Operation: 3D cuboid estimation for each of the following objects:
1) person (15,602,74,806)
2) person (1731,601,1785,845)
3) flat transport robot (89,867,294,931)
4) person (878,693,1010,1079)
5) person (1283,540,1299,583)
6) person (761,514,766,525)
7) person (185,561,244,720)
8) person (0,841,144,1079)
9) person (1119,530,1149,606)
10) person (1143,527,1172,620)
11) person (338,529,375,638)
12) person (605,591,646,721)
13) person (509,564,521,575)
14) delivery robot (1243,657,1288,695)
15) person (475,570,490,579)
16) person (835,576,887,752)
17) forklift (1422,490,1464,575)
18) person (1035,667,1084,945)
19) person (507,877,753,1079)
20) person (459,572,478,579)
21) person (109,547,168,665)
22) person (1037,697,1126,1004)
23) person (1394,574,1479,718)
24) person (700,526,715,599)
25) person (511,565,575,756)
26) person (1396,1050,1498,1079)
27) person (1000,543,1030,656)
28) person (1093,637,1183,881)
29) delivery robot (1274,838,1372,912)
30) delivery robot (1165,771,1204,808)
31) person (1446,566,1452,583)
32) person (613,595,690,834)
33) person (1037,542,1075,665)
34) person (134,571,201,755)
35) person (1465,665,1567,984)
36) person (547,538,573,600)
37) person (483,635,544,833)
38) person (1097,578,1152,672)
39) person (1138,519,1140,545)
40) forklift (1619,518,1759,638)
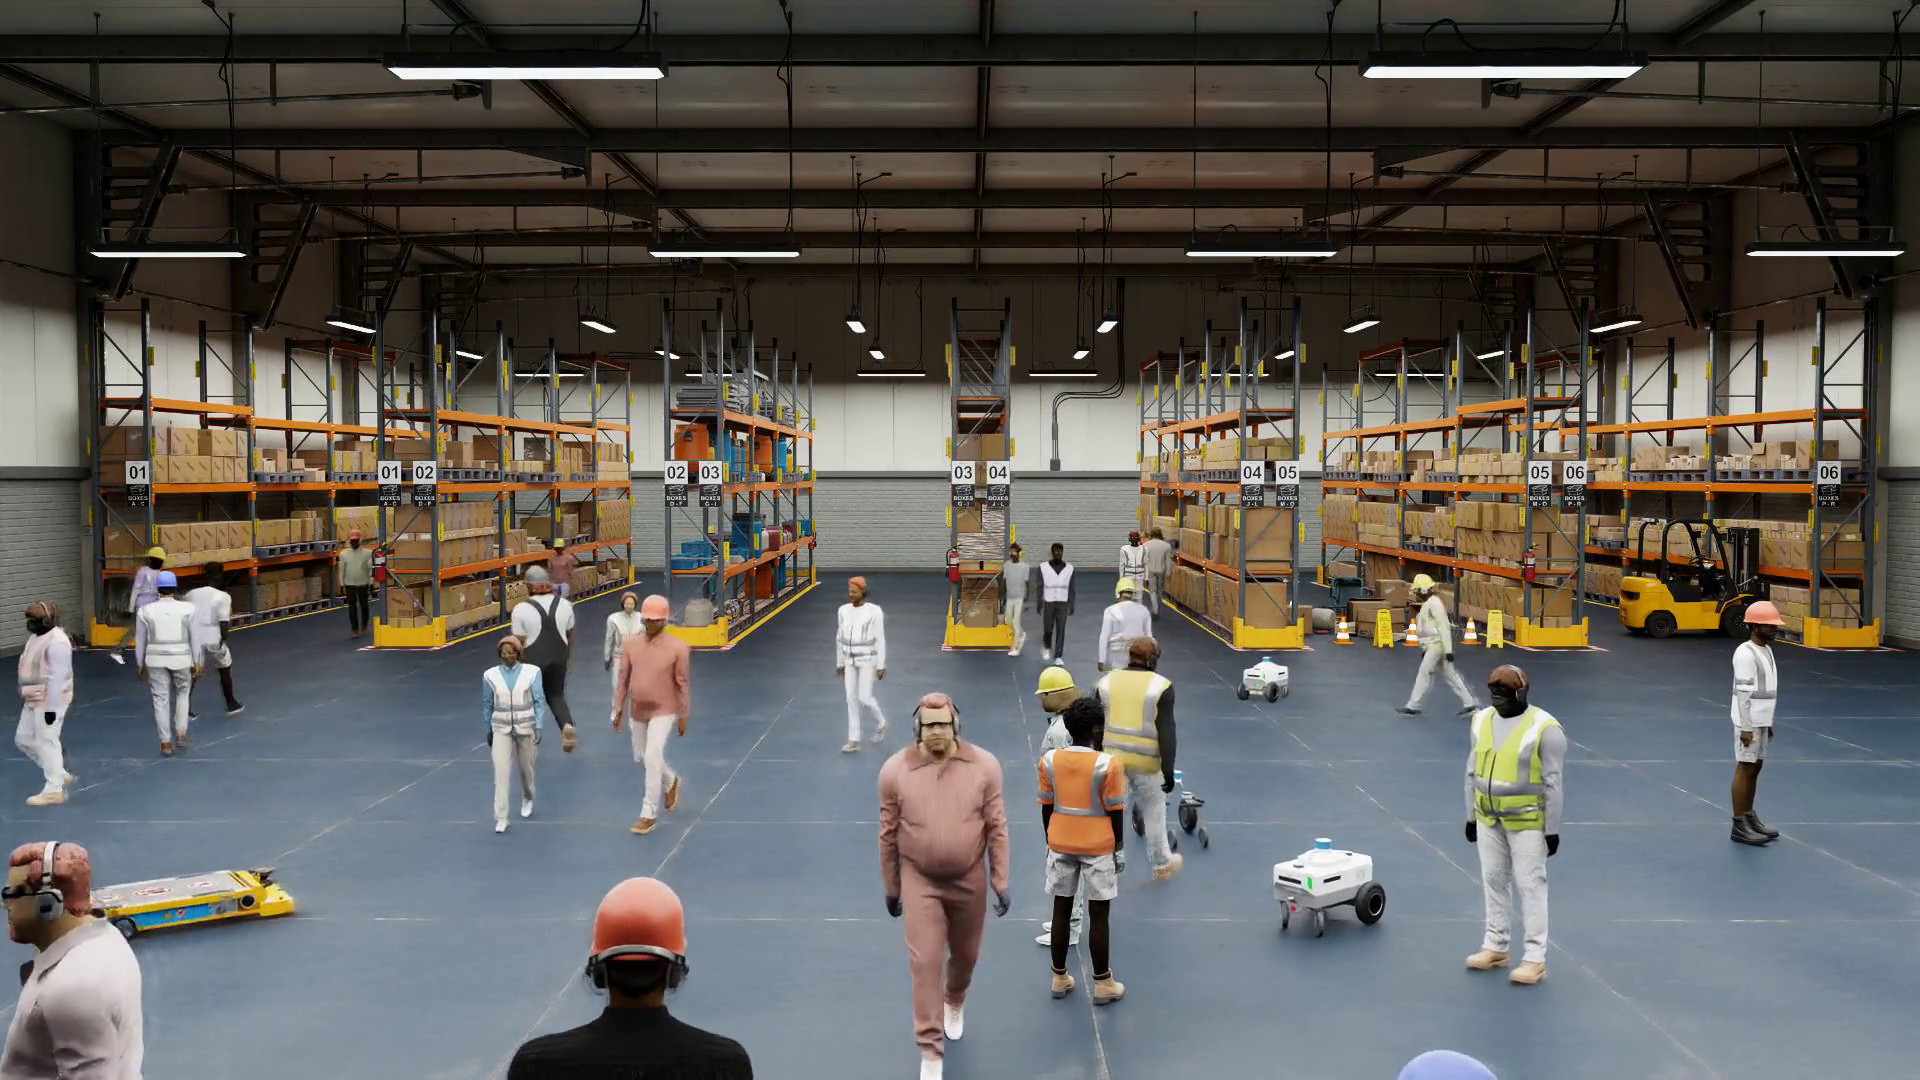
[{"bbox_3d":[-8.194,1.455,14.451,0.445,1.822,0.640,-2,3,-44],"label":"person"},{"bbox_3d":[6.435,1.455,13.020,0.377,1.938,0.547,2,3,44],"label":"person"},{"bbox_3d":[-5.218,2.393,10.625,1.431,0.197,0.652,-2,3,-37],"label":"flat transport robot"},{"bbox_3d":[-0.086,1.684,8.125,0.646,1.878,0.904,0,2,-7],"label":"person"},{"bbox_3d":[8.941,0.239,44.128,0.668,1.895,0.428,0,2,2],"label":"person"},{"bbox_3d":[-5.786,0.146,47.348,0.845,1.835,0.520,-1,2,-17],"label":"person"},{"bbox_3d":[-9.129,1.211,19.586,0.621,1.918,1.019,0,2,6],"label":"person"},{"bbox_3d":[-2.704,1.821,4.765,0.963,1.857,0.669,-1,2,-21],"label":"person"},{"bbox_3d":[3.400,0.748,31.505,0.583,1.882,0.338,0,2,-2],"label":"person"},{"bbox_3d":[4.028,0.681,33.159,0.639,1.893,1.015,0,2,-2],"label":"person"},{"bbox_3d":[-11.028,0.780,29.499,0.616,1.977,0.501,-1,2,-16],"label":"person"},{"bbox_3d":[-3.877,1.386,18.812,0.527,1.616,0.546,-1,2,-19],"label":"person"},{"bbox_3d":[-11.203,0.514,40.776,0.511,1.609,0.718,0,2,-7],"label":"person"},{"bbox_3d":[4.026,1.785,21.245,0.477,0.478,0.707,2,3,38],"label":"delivery robot"},{"bbox_3d":[-11.830,0.503,39.978,0.540,1.696,0.317,0,2,-5],"label":"person"},{"bbox_3d":[-1.045,1.317,17.328,0.592,1.875,0.522,2,3,35],"label":"person"},{"bbox_3d":[13.926,-0.371,47.846,1.873,2.768,1.129,0,2,0],"label":"forklift"},{"bbox_3d":[0.624,1.667,10.216,0.307,1.736,0.484,1,2,13],"label":"person"},{"bbox_3d":[-0.802,1.812,3.906,0.610,1.961,0.984,-1,2,-17],"label":"person"},{"bbox_3d":[-10.582,0.666,34.538,0.603,1.813,0.557,0,2,-2],"label":"person"},{"bbox_3d":[-12.749,1.025,25.146,1.040,1.849,0.598,0,2,-6],"label":"person"},{"bbox_3d":[0.692,1.731,9.089,0.533,1.696,0.318,1,3,29],"label":"person"},{"bbox_3d":[5.833,1.290,19.622,0.993,1.757,0.596,1,2,14],"label":"person"},{"bbox_3d":[-5.959,0.543,38.363,0.564,1.745,0.617,0,2,1],"label":"person"},{"bbox_3d":[-4.352,1.275,16.833,0.694,2.000,0.720,-2,3,-37],"label":"person"},{"bbox_3d":[0.973,1.885,2.811,0.737,1.903,0.510,1,3,31],"label":"person"},{"bbox_3d":[0.930,0.959,26.532,0.549,1.855,0.552,2,3,34],"label":"person"},{"bbox_3d":[1.276,1.586,11.544,0.718,1.778,0.964,2,3,34],"label":"person"},{"bbox_3d":[2.385,2.207,10.610,0.707,0.478,0.477,-2,3,-40],"label":"delivery robot"},{"bbox_3d":[1.737,1.983,13.047,0.335,0.223,0.698,-1,2,-14],"label":"delivery robot"},{"bbox_3d":[11.896,0.545,39.719,0.503,1.631,0.283,0,2,-2],"label":"person"},{"bbox_3d":[-2.550,1.423,13.609,0.627,1.962,0.857,1,2,18],"label":"person"},{"bbox_3d":[1.503,0.986,25.175,0.613,1.908,0.440,0,2,-10],"label":"person"},{"bbox_3d":[-8.446,1.291,17.210,0.638,1.928,0.655,-1,3,-28],"label":"person"},{"bbox_3d":[3.247,1.647,9.515,0.429,1.838,0.633,-2,3,-35],"label":"person"},{"bbox_3d":[-7.712,0.828,31.257,0.528,1.752,0.598,0,2,6],"label":"person"},{"bbox_3d":[-3.754,1.592,13.615,0.509,1.606,0.785,0,2,-9],"label":"person"},{"bbox_3d":[1.828,1.327,18.156,0.601,1.781,0.832,-1,3,-30],"label":"person"},{"bbox_3d":[5.150,0.210,44.717,0.576,1.917,0.586,-1,3,-28],"label":"person"},{"bbox_3d":[13.417,0.684,29.791,2.313,2.155,1.214,0,2,0],"label":"forklift"}]
